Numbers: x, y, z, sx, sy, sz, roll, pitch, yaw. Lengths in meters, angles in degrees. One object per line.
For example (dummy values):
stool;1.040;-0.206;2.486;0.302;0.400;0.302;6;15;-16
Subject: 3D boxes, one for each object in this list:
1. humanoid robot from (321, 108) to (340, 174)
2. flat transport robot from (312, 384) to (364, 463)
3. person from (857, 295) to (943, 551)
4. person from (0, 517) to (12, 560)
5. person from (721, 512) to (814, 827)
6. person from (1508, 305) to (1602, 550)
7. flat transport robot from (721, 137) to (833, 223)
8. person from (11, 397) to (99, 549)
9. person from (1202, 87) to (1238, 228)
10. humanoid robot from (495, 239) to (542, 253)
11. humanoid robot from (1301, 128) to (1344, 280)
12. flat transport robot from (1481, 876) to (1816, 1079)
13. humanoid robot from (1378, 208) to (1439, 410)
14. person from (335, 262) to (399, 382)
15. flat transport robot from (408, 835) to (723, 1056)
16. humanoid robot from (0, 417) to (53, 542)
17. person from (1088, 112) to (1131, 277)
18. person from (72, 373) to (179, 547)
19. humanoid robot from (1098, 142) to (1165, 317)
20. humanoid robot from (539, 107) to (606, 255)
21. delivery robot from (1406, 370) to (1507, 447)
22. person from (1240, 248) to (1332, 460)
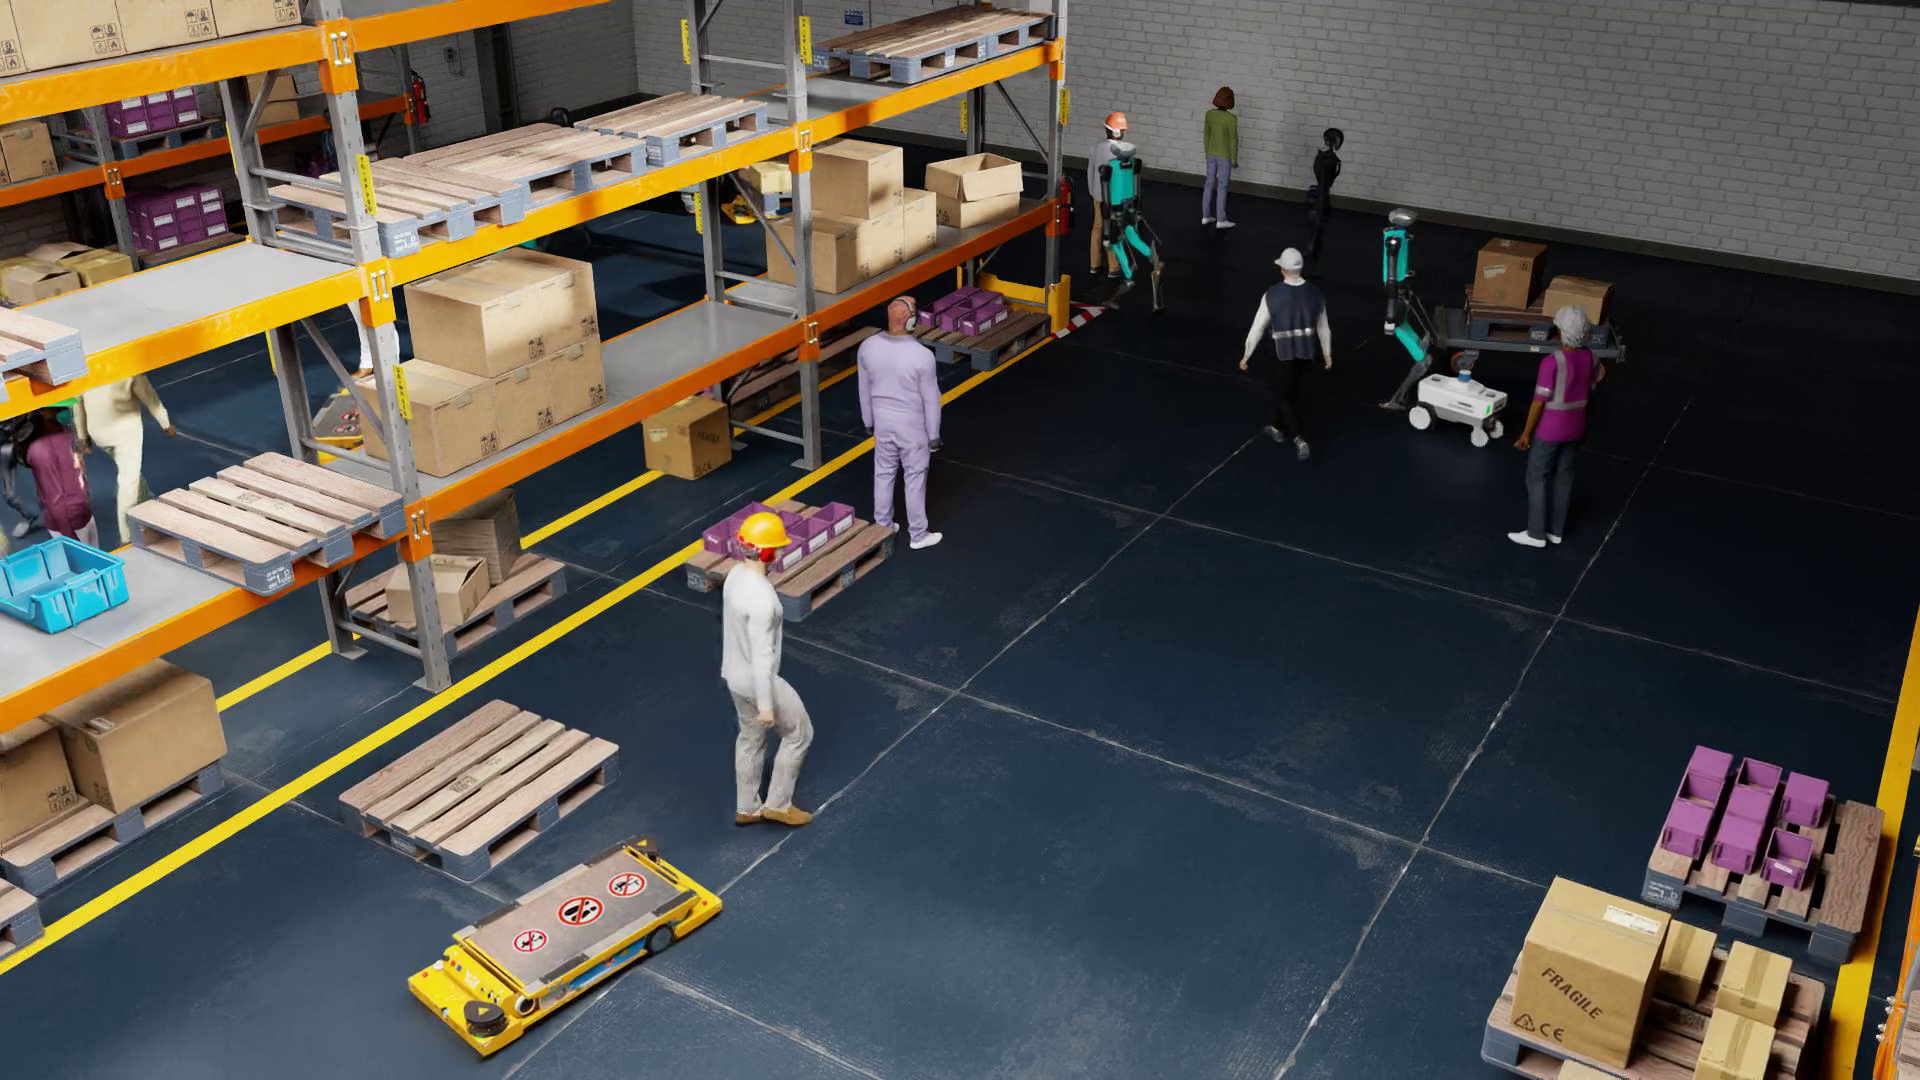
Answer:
humanoid robot;-6.830;-4.020;18.598;0.601;1.626;0.758;15;31;28
flat transport robot;-5.115;-0.985;14.139;0.659;0.231;1.431;-2;27;-4
person;-0.407;-0.844;12.053;0.650;1.905;0.406;14;30;26
person;-5.887;0.277;9.943;0.750;1.816;0.636;4;27;8
person;-1.048;0.735;8.987;0.538;1.863;0.604;-13;30;-24
person;4.335;-0.813;12.076;0.541;1.835;0.360;-10;28;-18
flat transport robot;-2.129;-4.096;20.269;1.431;0.231;0.659;-11;29;-20
person;-5.657;-0.130;10.598;0.423;1.948;0.492;-6;28;-12
person;3.063;-4.500;19.553;0.281;1.634;0.498;-20;33;-34
humanoid robot;-4.654;-3.199;16.871;0.541;1.725;0.977;24;35;38
humanoid robot;3.757;-3.546;17.638;0.478;1.647;0.601;8;28;15
flat transport robot;3.139;2.322;7.623;0.659;0.231;1.431;16;31;28
humanoid robot;3.948;-1.964;14.449;0.702;1.797;0.552;10;29;19
person;-5.353;-2.329;14.949;0.627;1.936;0.377;13;30;25
flat transport robot;-1.946;1.980;8.296;0.659;0.231;1.431;23;35;37
humanoid robot;-6.843;-0.737;12.104;0.591;1.645;0.390;-1;27;-2
person;1.628;-3.699;17.883;0.337;1.714;0.567;-24;36;-39
person;-6.117;-0.823;12.235;0.582;1.690;0.821;5;27;9
humanoid robot;1.799;-3.023;16.596;0.538;1.769;1.025;-20;33;-34
humanoid robot;-4.440;-4.016;18.612;0.777;1.633;0.601;-7;28;-13
delivery robot;4.249;-1.161;14.155;0.767;0.581;0.499;24;35;39
person;2.708;-1.505;13.585;0.746;1.707;0.793;-7;28;-14
